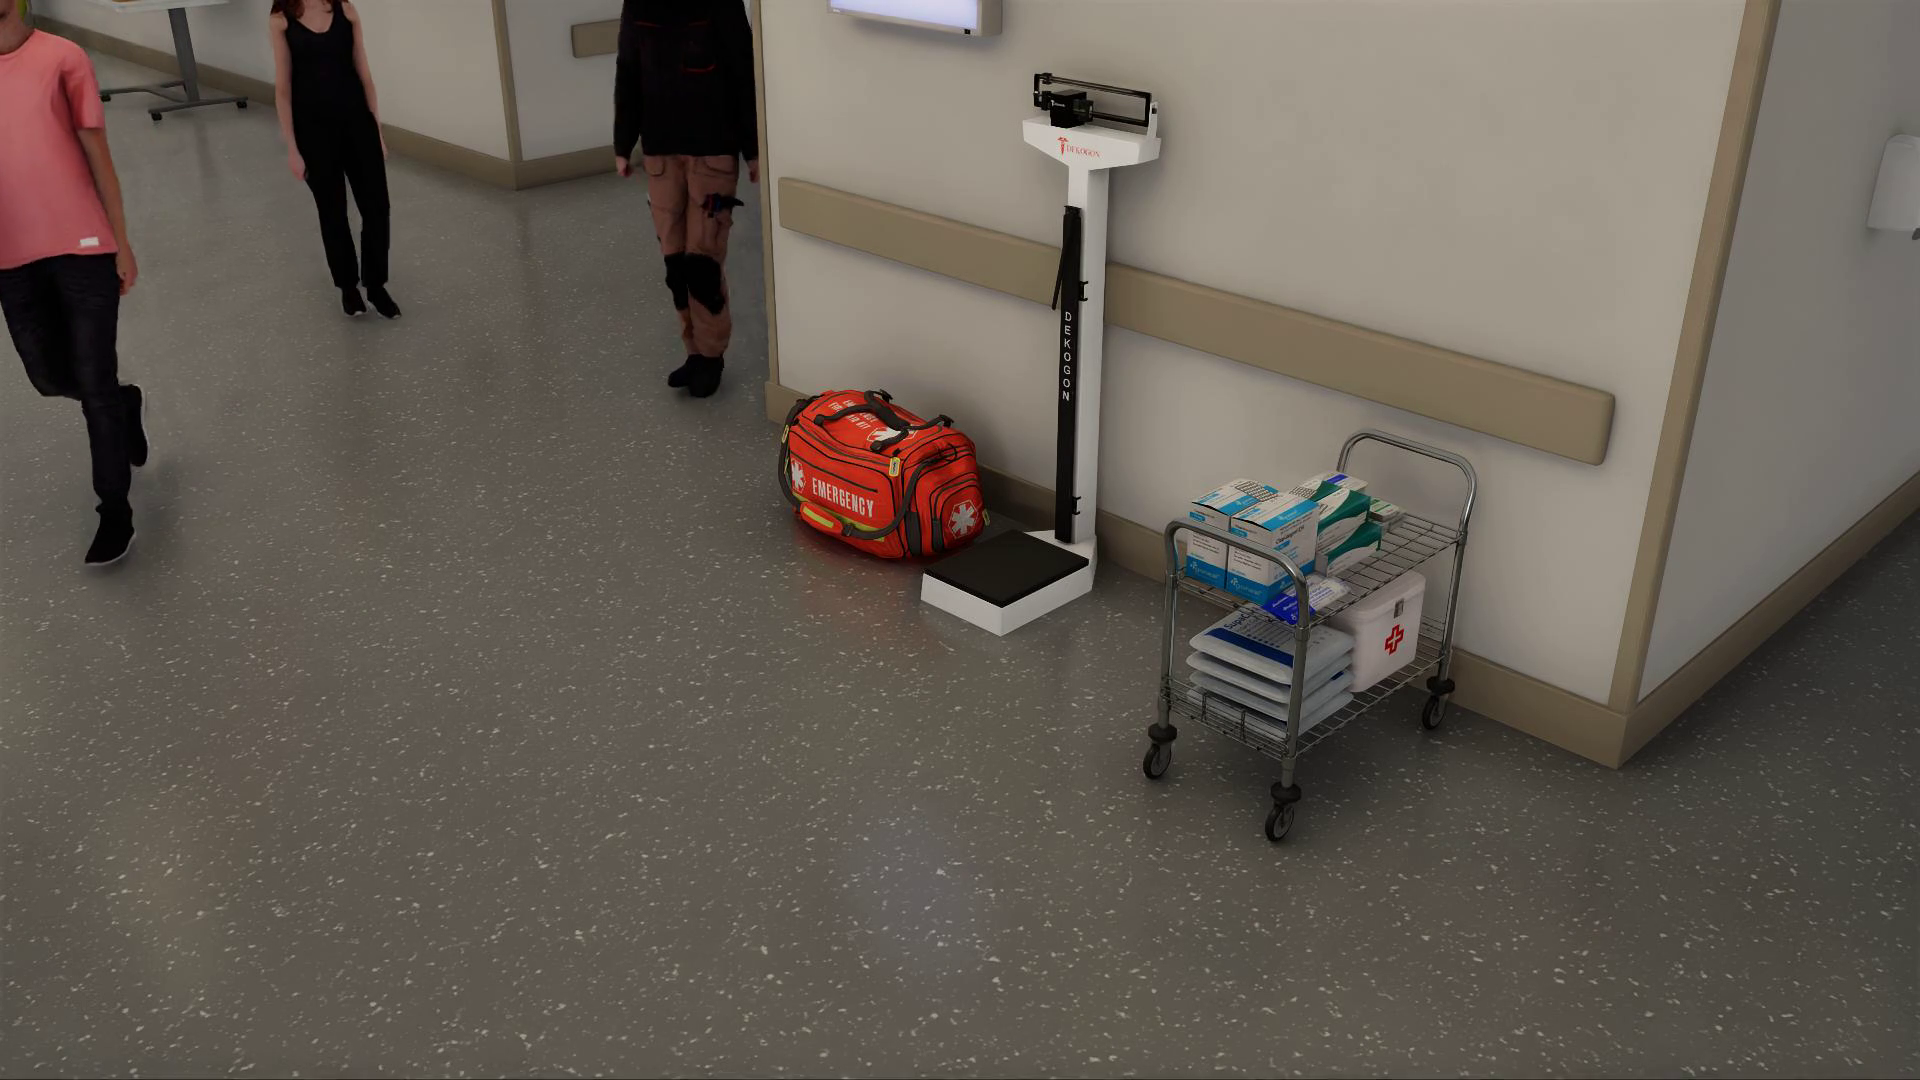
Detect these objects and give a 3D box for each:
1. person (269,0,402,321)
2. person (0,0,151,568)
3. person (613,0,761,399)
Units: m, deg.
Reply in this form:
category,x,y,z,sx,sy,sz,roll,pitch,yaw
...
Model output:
category,x,y,z,sx,sy,sz,roll,pitch,yaw
person,-2.827,-1.842,7.446,0.691,1.729,0.771,-15,30,-28
person,-2.860,-0.933,5.320,1.031,1.938,1.158,-3,26,-7
person,-1.018,-1.526,6.588,0.813,1.907,0.927,8,27,17
